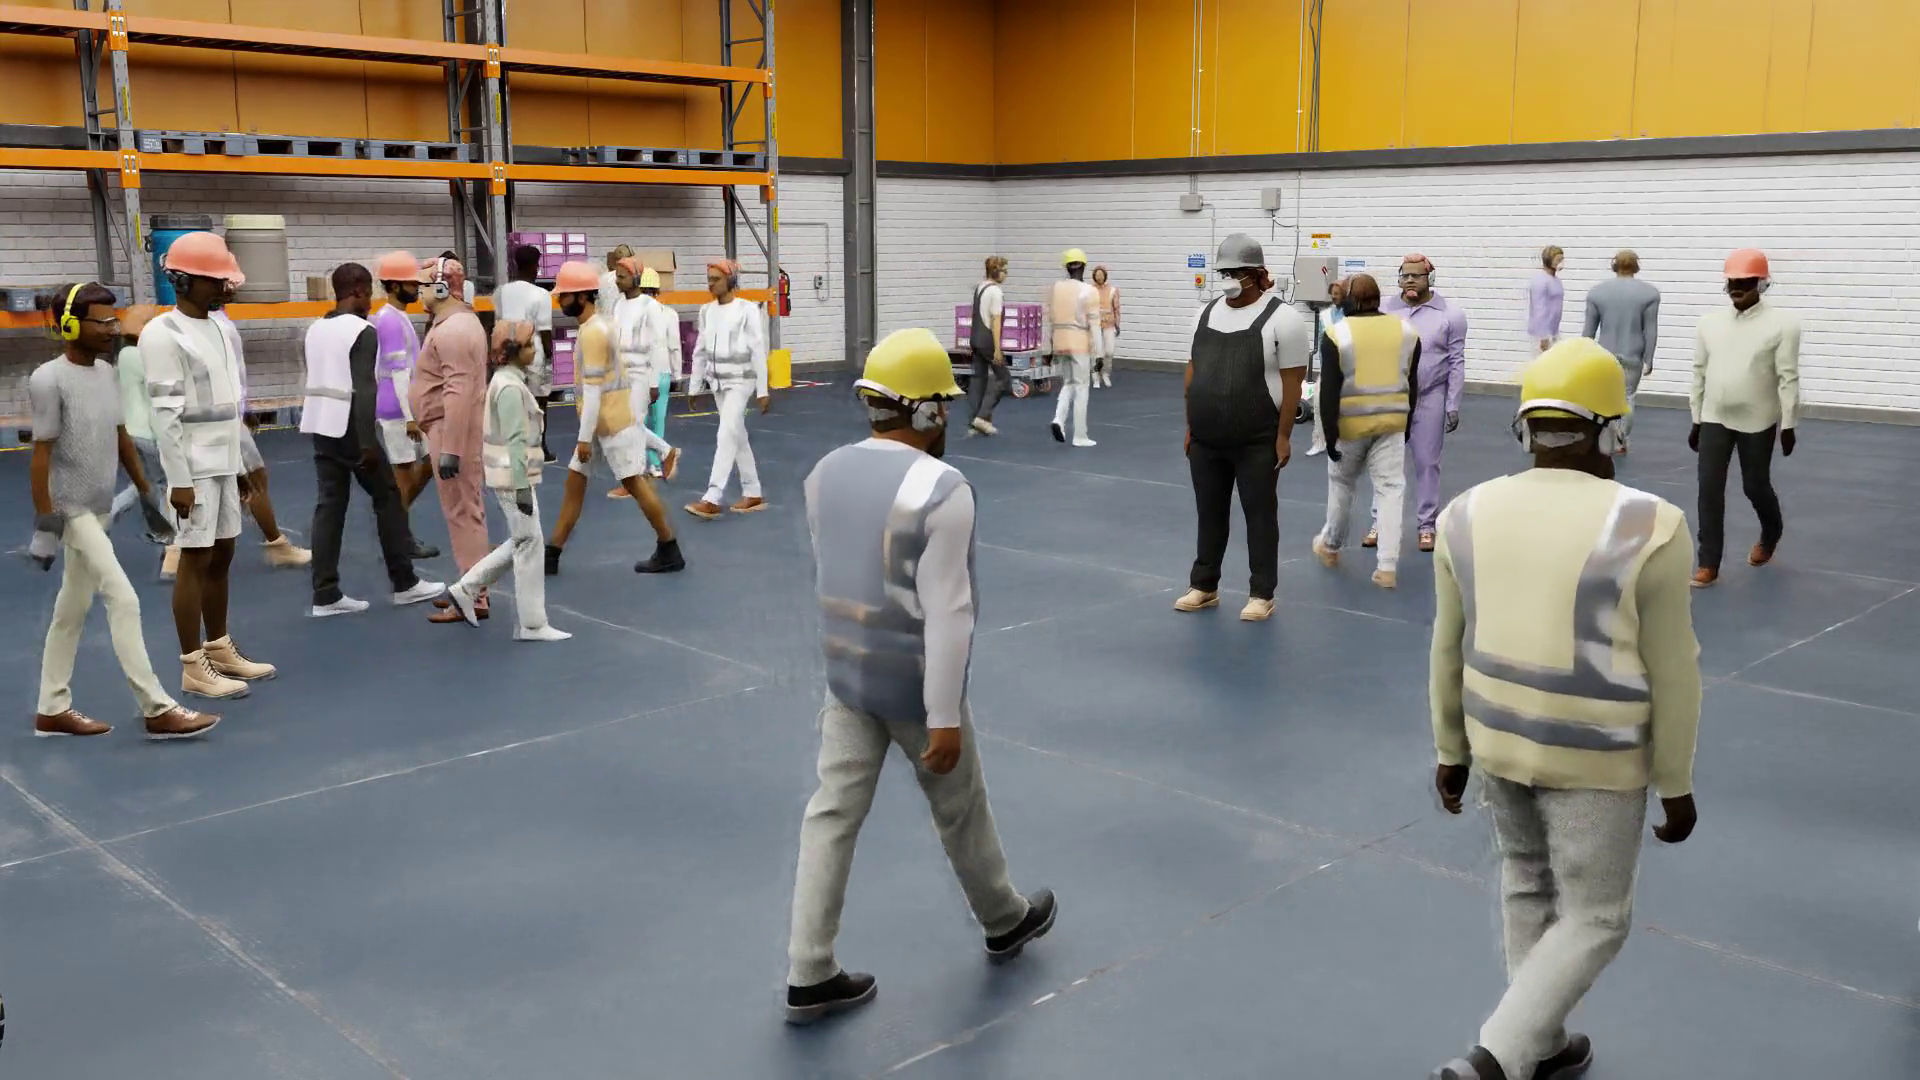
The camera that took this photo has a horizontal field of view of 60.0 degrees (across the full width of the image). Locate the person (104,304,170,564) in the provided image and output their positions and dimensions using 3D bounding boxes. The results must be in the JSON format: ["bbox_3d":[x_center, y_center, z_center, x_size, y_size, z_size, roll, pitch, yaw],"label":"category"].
[{"bbox_3d":[-5.012,-0.622,10.104,0.522,1.613,0.566,8,13,39],"label":"person"}]

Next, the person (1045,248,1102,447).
[{"bbox_3d":[1.100,-1.836,15.933,0.641,1.901,0.425,8,13,37],"label":"person"}]

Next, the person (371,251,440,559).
[{"bbox_3d":[-3.444,-0.823,10.352,0.399,1.922,0.545,-2,11,-9],"label":"person"}]

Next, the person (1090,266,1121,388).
[{"bbox_3d":[1.860,-2.806,21.986,0.538,1.619,0.405,0,10,-2],"label":"person"}]

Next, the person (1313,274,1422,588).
[{"bbox_3d":[2.381,-0.663,9.828,0.646,1.785,0.970,-1,10,-4],"label":"person"}]

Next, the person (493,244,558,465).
[{"bbox_3d":[-3.809,-1.592,14.474,0.629,1.952,0.659,4,11,22],"label":"person"}]

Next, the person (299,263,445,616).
[{"bbox_3d":[-3.215,-0.554,9.017,0.647,1.869,0.862,8,13,37],"label":"person"}]

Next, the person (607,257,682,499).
[{"bbox_3d":[-2.476,-1.270,12.956,0.585,1.863,0.705,9,14,42],"label":"person"}]

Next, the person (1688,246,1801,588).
[{"bbox_3d":[4.600,-0.722,9.710,0.877,1.966,0.628,-10,14,-43],"label":"person"}]

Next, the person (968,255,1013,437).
[{"bbox_3d":[0.278,-1.916,16.596,0.446,1.818,0.623,-5,12,-26],"label":"person"}]

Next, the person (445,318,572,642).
[{"bbox_3d":[-2.250,-0.281,8.218,0.523,1.623,0.520,-3,11,-14],"label":"person"}]

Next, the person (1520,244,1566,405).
[{"bbox_3d":[6.280,-2.180,17.750,0.428,1.923,0.635,9,14,40],"label":"person"}]

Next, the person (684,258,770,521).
[{"bbox_3d":[-1.745,-1.069,11.886,0.611,1.845,0.906,9,14,41],"label":"person"}]

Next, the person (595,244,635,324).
[{"bbox_3d":[-3.338,-1.957,16.514,0.626,1.935,0.362,4,11,22],"label":"person"}]

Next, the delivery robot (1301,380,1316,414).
[{"bbox_3d":[3.591,-1.614,18.146,0.707,0.478,0.477,8,13,38],"label":"delivery robot"}]

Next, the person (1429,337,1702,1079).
[{"bbox_3d":[1.285,0.462,3.676,0.747,1.805,0.589,-8,13,-38],"label":"person"}]

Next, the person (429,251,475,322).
[{"bbox_3d":[-5.477,-2.185,17.970,0.511,1.860,0.318,-2,11,-11],"label":"person"}]

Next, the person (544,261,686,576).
[{"bbox_3d":[-2.136,-0.700,9.822,1.050,1.871,0.552,-3,11,-15],"label":"person"}]

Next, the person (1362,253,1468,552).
[{"bbox_3d":[2.897,-0.881,10.715,0.651,1.907,0.409,5,12,25],"label":"person"}]

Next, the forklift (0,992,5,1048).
[{"bbox_3d":[-3.245,0.323,3.363,2.313,2.155,1.214,2,11,13],"label":"forklift"}]

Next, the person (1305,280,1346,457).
[{"bbox_3d":[3.437,-1.547,15.145,0.525,1.617,0.619,10,14,42],"label":"person"}]

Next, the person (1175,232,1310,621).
[{"bbox_3d":[1.446,-0.596,8.793,0.685,2.000,0.538,8,13,37],"label":"person"}]

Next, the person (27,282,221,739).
[{"bbox_3d":[-3.368,-0.097,6.637,0.876,1.830,0.496,-1,10,-3],"label":"person"}]

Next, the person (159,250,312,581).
[{"bbox_3d":[-4.305,-0.738,9.770,0.958,1.963,0.604,-8,13,-37],"label":"person"}]

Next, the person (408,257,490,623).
[{"bbox_3d":[-2.684,-0.525,8.770,0.408,1.906,0.653,-2,11,-11],"label":"person"}]

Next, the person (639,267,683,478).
[{"bbox_3d":[-2.584,-1.390,13.888,0.547,1.751,0.366,-4,11,-22],"label":"person"}]

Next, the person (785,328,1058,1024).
[{"bbox_3d":[-0.129,0.338,4.401,0.619,1.780,0.918,10,14,43],"label":"person"}]

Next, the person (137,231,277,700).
[{"bbox_3d":[-3.301,-0.325,7.327,0.381,2.039,0.606,0,10,1],"label":"person"}]

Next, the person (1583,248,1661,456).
[{"bbox_3d":[5.956,-1.675,15.044,0.639,1.919,0.770,5,11,25],"label":"person"}]
